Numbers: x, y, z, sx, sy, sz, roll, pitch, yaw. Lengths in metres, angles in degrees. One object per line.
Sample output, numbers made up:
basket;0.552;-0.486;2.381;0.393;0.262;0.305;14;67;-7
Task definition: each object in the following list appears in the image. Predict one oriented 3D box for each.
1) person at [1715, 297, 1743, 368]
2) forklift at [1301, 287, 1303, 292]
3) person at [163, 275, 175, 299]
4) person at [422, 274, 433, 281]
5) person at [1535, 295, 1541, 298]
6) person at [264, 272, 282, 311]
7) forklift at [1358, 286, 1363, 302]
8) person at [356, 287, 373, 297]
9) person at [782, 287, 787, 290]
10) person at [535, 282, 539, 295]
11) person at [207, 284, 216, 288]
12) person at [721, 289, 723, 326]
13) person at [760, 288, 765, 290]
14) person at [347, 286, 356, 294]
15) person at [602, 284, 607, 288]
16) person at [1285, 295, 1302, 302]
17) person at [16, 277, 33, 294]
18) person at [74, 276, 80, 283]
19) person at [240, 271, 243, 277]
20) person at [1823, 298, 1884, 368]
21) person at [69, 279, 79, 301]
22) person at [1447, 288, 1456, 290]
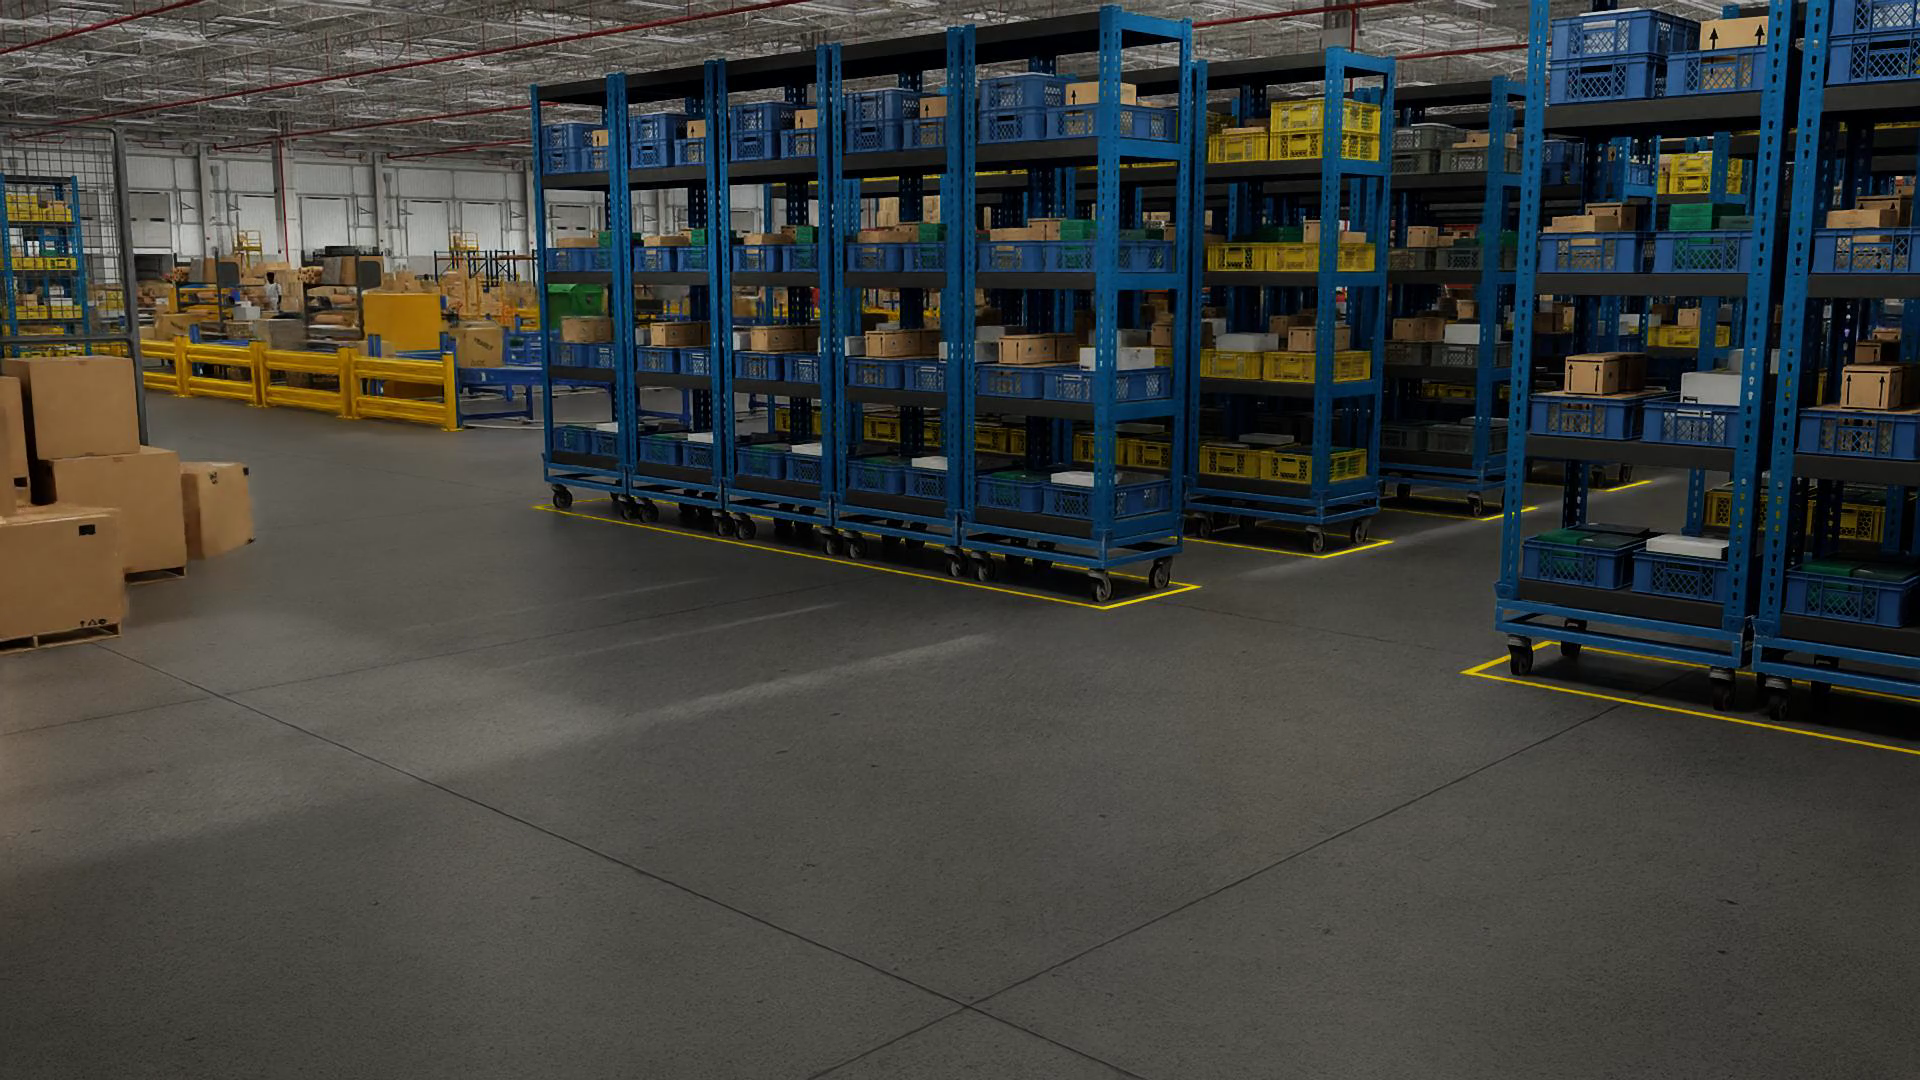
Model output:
person;10.850;-2.688;23.326;0.482;1.927;0.651;8;12;40
forklift;10.769;-8.203;54.240;1.129;2.768;1.873;8;12;42
person;-27.275;-8.206;57.355;0.544;1.887;1.028;3;10;20
person;-25.937;-12.048;80.994;0.634;1.839;0.429;0;9;1
person;15.356;-6.149;44.896;0.591;1.823;0.404;-1;9;-8
person;-22.096;-7.618;53.445;0.606;1.966;0.367;2;9;11
forklift;11.100;-7.017;46.970;1.873;2.768;1.129;9;13;43
person;-19.718;-7.821;54.950;0.415;1.888;0.689;9;13;43
person;-7.056;-9.748;67.365;0.540;1.678;0.451;9;13;43
person;-16.106;-9.300;64.057;0.514;1.872;0.328;3;10;16
person;-36.637;-12.186;81.642;0.589;1.920;0.617;0;9;1
person;-7.057;-6.898;50.073;0.417;1.622;0.498;8;12;42
person;-9.267;-11.430;77.971;0.522;1.588;0.892;-5;11;-29
person;-23.279;-9.308;64.032;0.602;1.895;0.757;3;10;19
person;-16.539;-11.323;75.934;0.697;2.000;1.047;-6;11;-35
person;8.376;-5.638;41.993;0.549;1.730;0.462;3;10;20
person;-30.571;-7.708;54.436;0.574;1.835;0.770;-8;12;-39
person;-45.090;-12.828;85.304;0.387;1.992;0.626;4;10;25
person;-37.166;-12.950;86.224;0.544;1.939;0.354;8;12;41
person;8.822;-1.510;16.415;0.655;1.828;0.585;-7;12;-38
person;-29.592;-7.857;55.566;0.382;1.748;0.519;-9;13;-44
person;16.579;-8.008;56.360;0.585;1.803;0.877;-8;12;-39
